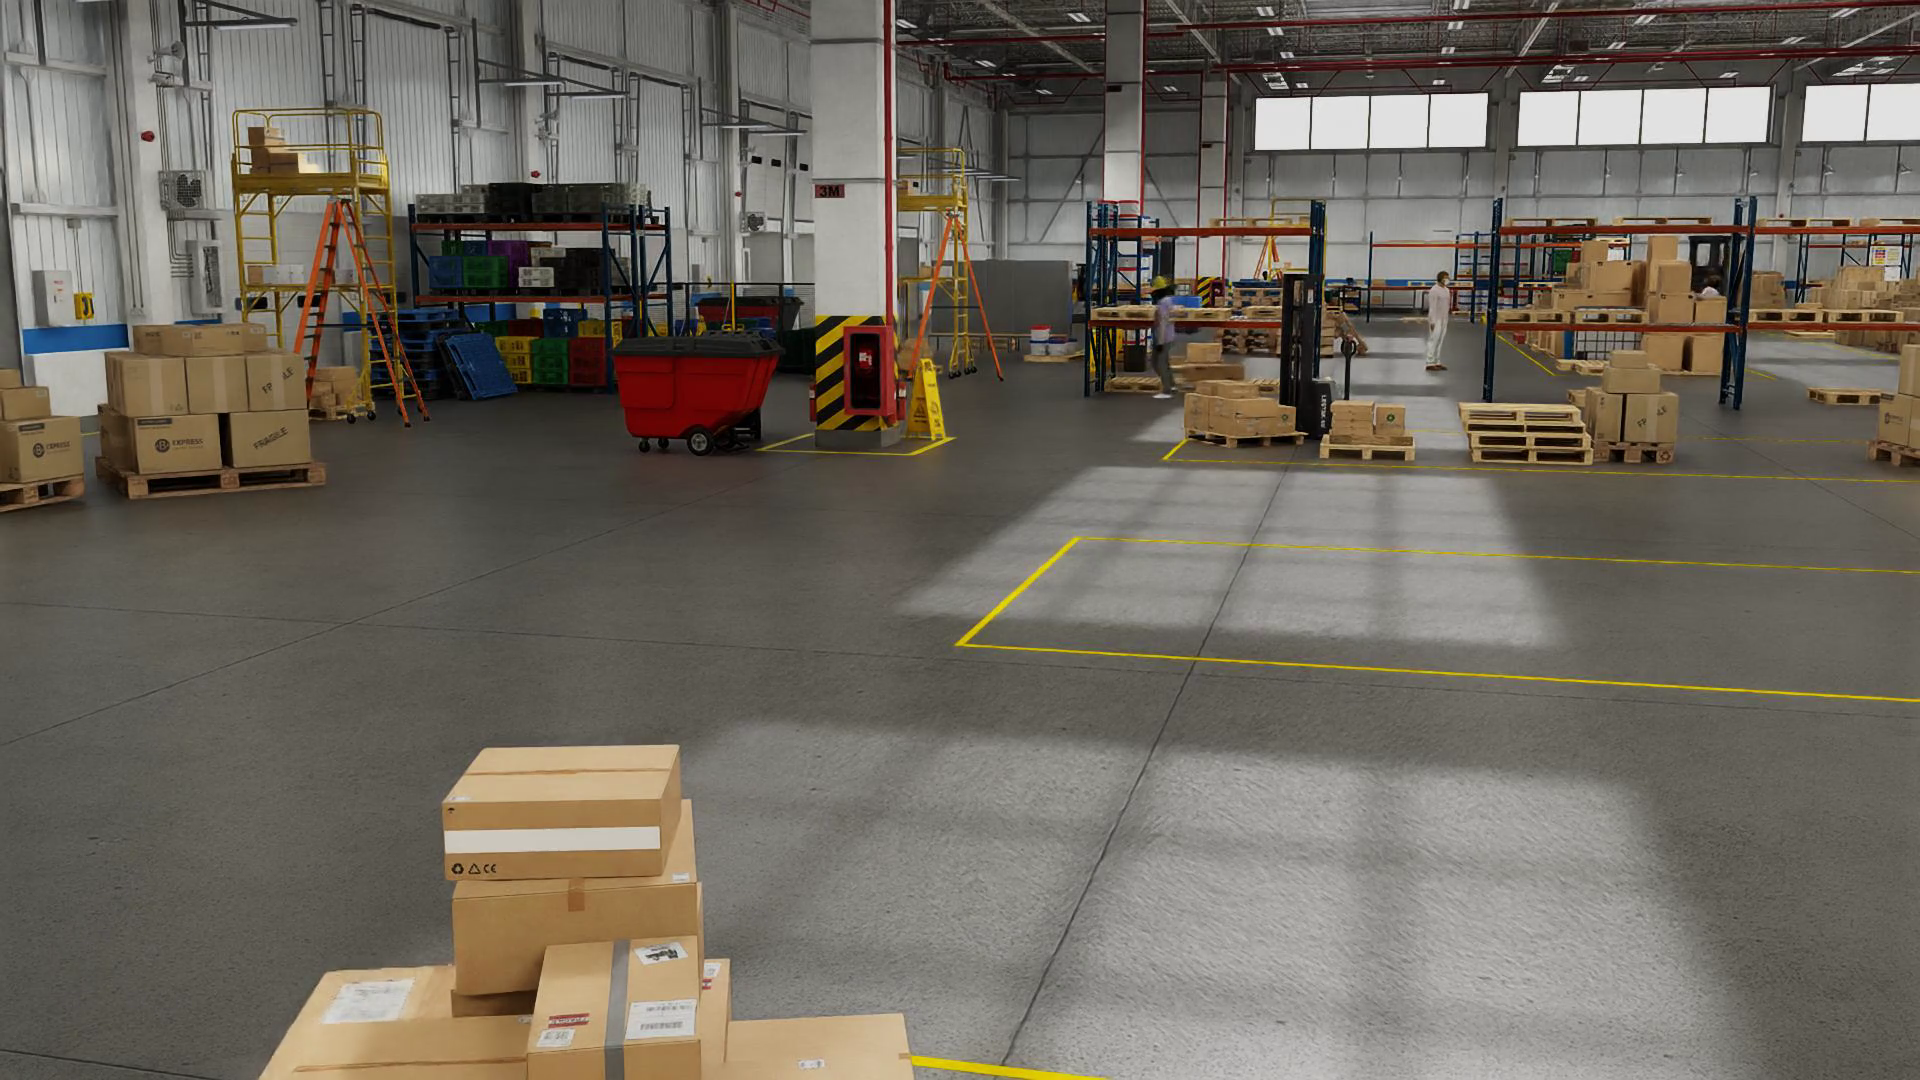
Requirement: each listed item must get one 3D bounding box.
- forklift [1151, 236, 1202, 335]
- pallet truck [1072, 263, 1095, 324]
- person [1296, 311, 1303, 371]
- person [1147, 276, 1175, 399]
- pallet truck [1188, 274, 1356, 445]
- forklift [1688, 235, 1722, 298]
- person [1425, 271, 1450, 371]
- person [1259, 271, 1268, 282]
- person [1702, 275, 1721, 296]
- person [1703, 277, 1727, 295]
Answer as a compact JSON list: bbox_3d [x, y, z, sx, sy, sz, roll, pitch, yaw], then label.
[{"bbox_3d":[5.866,-7.214,46.878,1.873,2.768,1.129,2,10,14],"label":"forklift"},{"bbox_3d":[4.325,-8.180,55.162,0.823,1.965,1.885,6,11,31],"label":"pallet truck"},{"bbox_3d":[6.628,-4.101,31.926,0.321,1.736,0.488,6,11,29],"label":"person"},{"bbox_3d":[3.071,-3.097,25.561,0.470,1.889,0.620,0,10,1],"label":"person"},{"bbox_3d":[3.653,-2.138,19.590,1.885,1.965,0.823,-4,10,-20],"label":"pallet truck"},{"bbox_3d":[21.960,-7.617,49.252,1.873,2.768,1.129,-4,11,-24],"label":"forklift"},{"bbox_3d":[9.215,-4.213,32.030,0.382,1.931,0.623,9,13,41],"label":"person"},{"bbox_3d":[10.890,-8.759,59.456,0.534,1.697,0.322,-5,11,-28],"label":"person"},{"bbox_3d":[15.327,-4.487,33.905,0.431,1.829,0.648,3,10,15],"label":"person"},{"bbox_3d":[22.429,-7.176,49.490,0.650,1.911,0.747,4,10,20],"label":"person"}]
